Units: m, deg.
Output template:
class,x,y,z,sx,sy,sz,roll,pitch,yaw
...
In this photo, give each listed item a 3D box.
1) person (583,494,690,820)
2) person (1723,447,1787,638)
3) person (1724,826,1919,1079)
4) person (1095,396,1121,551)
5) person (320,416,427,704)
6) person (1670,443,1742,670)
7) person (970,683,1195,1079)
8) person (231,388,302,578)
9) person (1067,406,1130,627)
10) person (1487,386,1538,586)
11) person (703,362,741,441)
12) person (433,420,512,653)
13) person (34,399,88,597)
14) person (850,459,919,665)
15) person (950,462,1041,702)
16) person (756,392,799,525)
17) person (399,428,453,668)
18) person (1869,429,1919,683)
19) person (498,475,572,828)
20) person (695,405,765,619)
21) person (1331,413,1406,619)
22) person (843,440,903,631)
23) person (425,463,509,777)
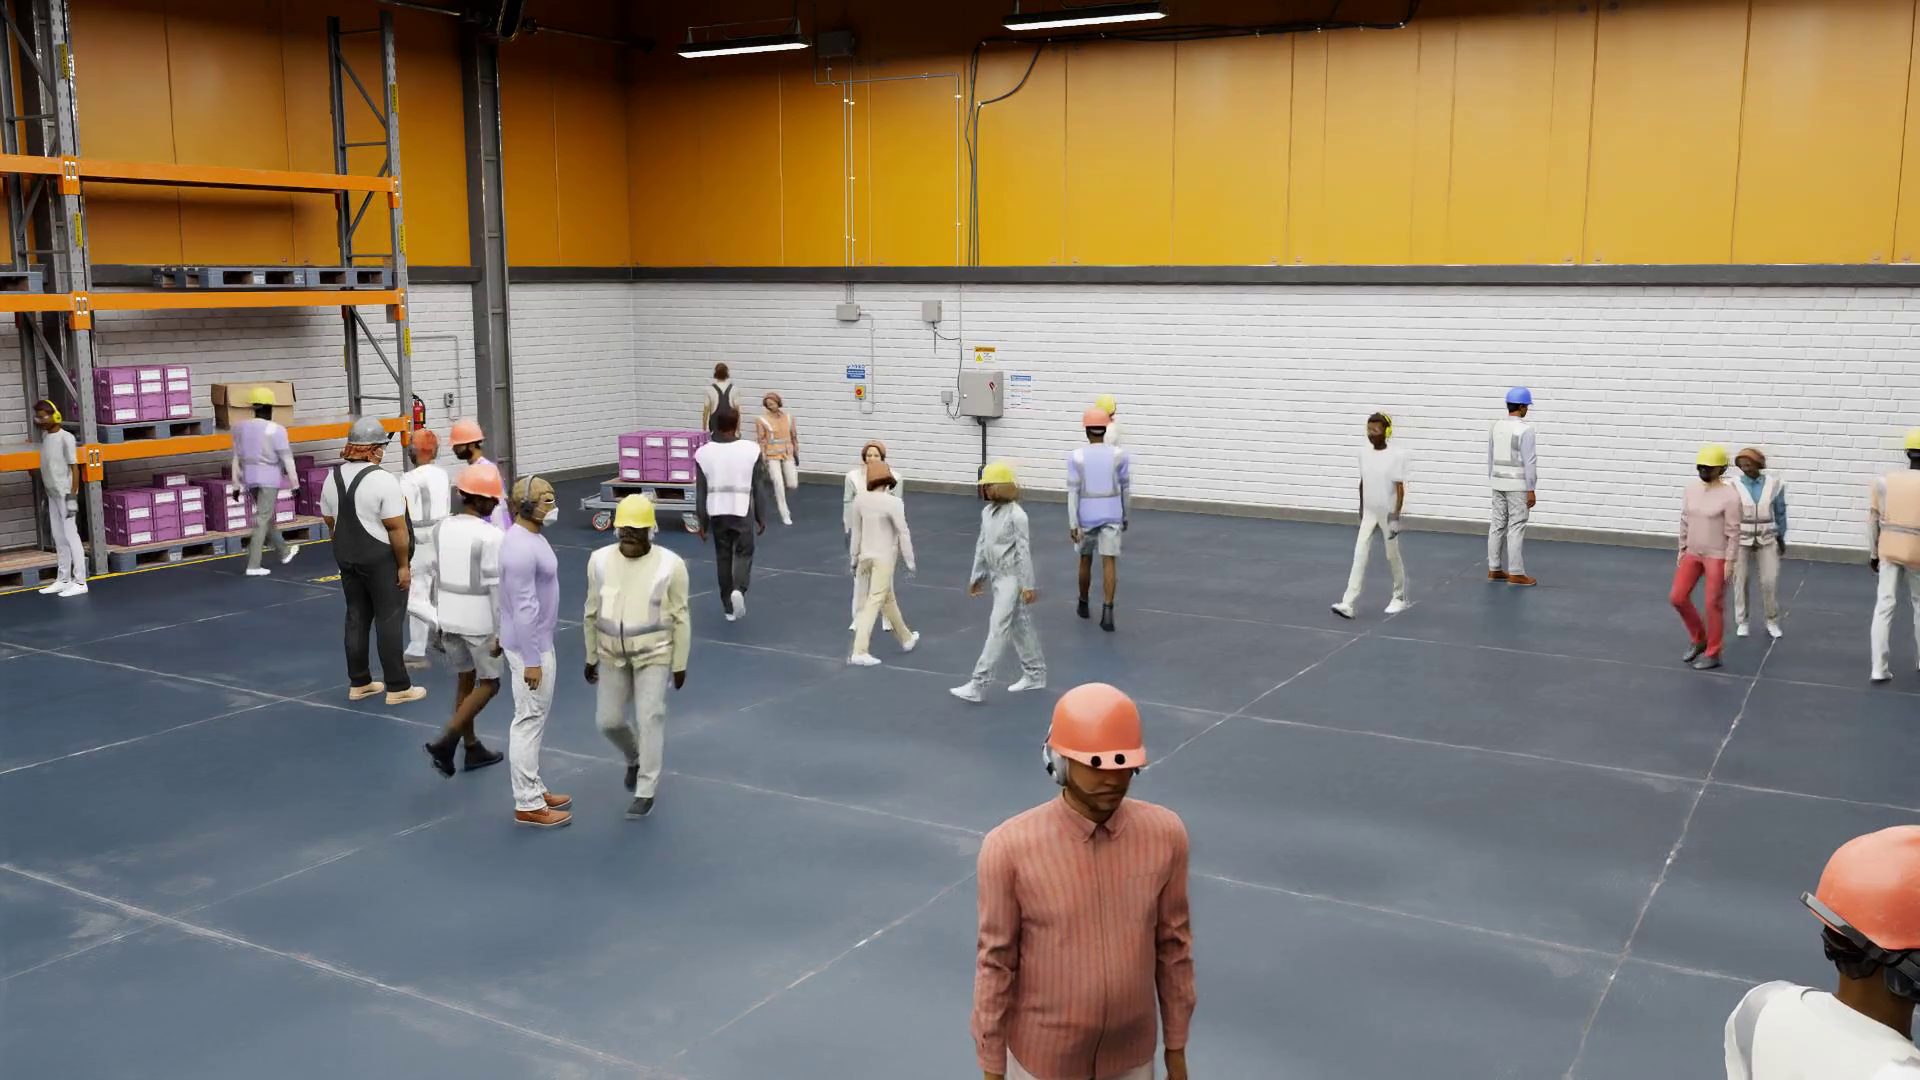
class,x,y,z,sx,sy,sz,roll,pitch,yaw
person,-1.807,0.634,9.337,0.612,1.821,0.492,2,9,10
person,6.569,0.020,13.819,0.551,1.606,0.414,2,9,12
person,1.675,1.521,3.117,0.377,2.045,0.605,-2,9,-10
person,1.624,-0.732,18.215,0.325,1.720,0.644,1,9,9
person,-4.125,0.134,11.784,0.683,2.000,0.538,4,10,25
person,5.701,0.130,12.704,0.393,1.749,0.544,-5,10,-27
person,0.333,1.342,4.412,0.617,1.988,0.404,-3,10,-19
person,-6.988,-0.601,16.861,0.618,1.872,0.980,2,9,15
person,1.191,-0.210,14.367,0.549,1.906,0.852,0,9,2
person,5.379,-0.525,16.186,0.384,1.948,0.605,-4,10,-23
person,-3.296,-1.563,23.088,0.517,1.813,0.905,-3,10,-19
person,-3.830,-0.023,13.321,0.822,1.881,0.572,-4,10,-22
person,-8.484,-0.398,15.658,0.546,1.863,0.327,6,11,33
person,-0.597,0.159,13.060,0.545,1.581,0.884,8,12,42
person,0.254,0.295,11.845,0.884,1.695,0.503,-5,10,-29
person,-2.209,-0.994,20.138,0.550,1.611,0.463,-5,10,-29
person,-4.059,0.081,12.645,0.693,1.865,0.614,2,9,12
person,7.119,0.105,12.430,0.952,1.879,0.612,-7,12,-38
person,-2.351,0.604,9.168,0.356,1.937,0.638,-2,9,-11
person,-1.992,-0.216,14.417,0.595,1.897,0.597,0,9,-2
person,3.671,-0.210,14.644,0.542,1.814,1.015,9,13,43
person,-0.731,-0.036,14.126,0.515,1.637,0.313,1,9,7
person,-2.978,0.498,9.924,0.585,1.909,0.656,4,10,24
